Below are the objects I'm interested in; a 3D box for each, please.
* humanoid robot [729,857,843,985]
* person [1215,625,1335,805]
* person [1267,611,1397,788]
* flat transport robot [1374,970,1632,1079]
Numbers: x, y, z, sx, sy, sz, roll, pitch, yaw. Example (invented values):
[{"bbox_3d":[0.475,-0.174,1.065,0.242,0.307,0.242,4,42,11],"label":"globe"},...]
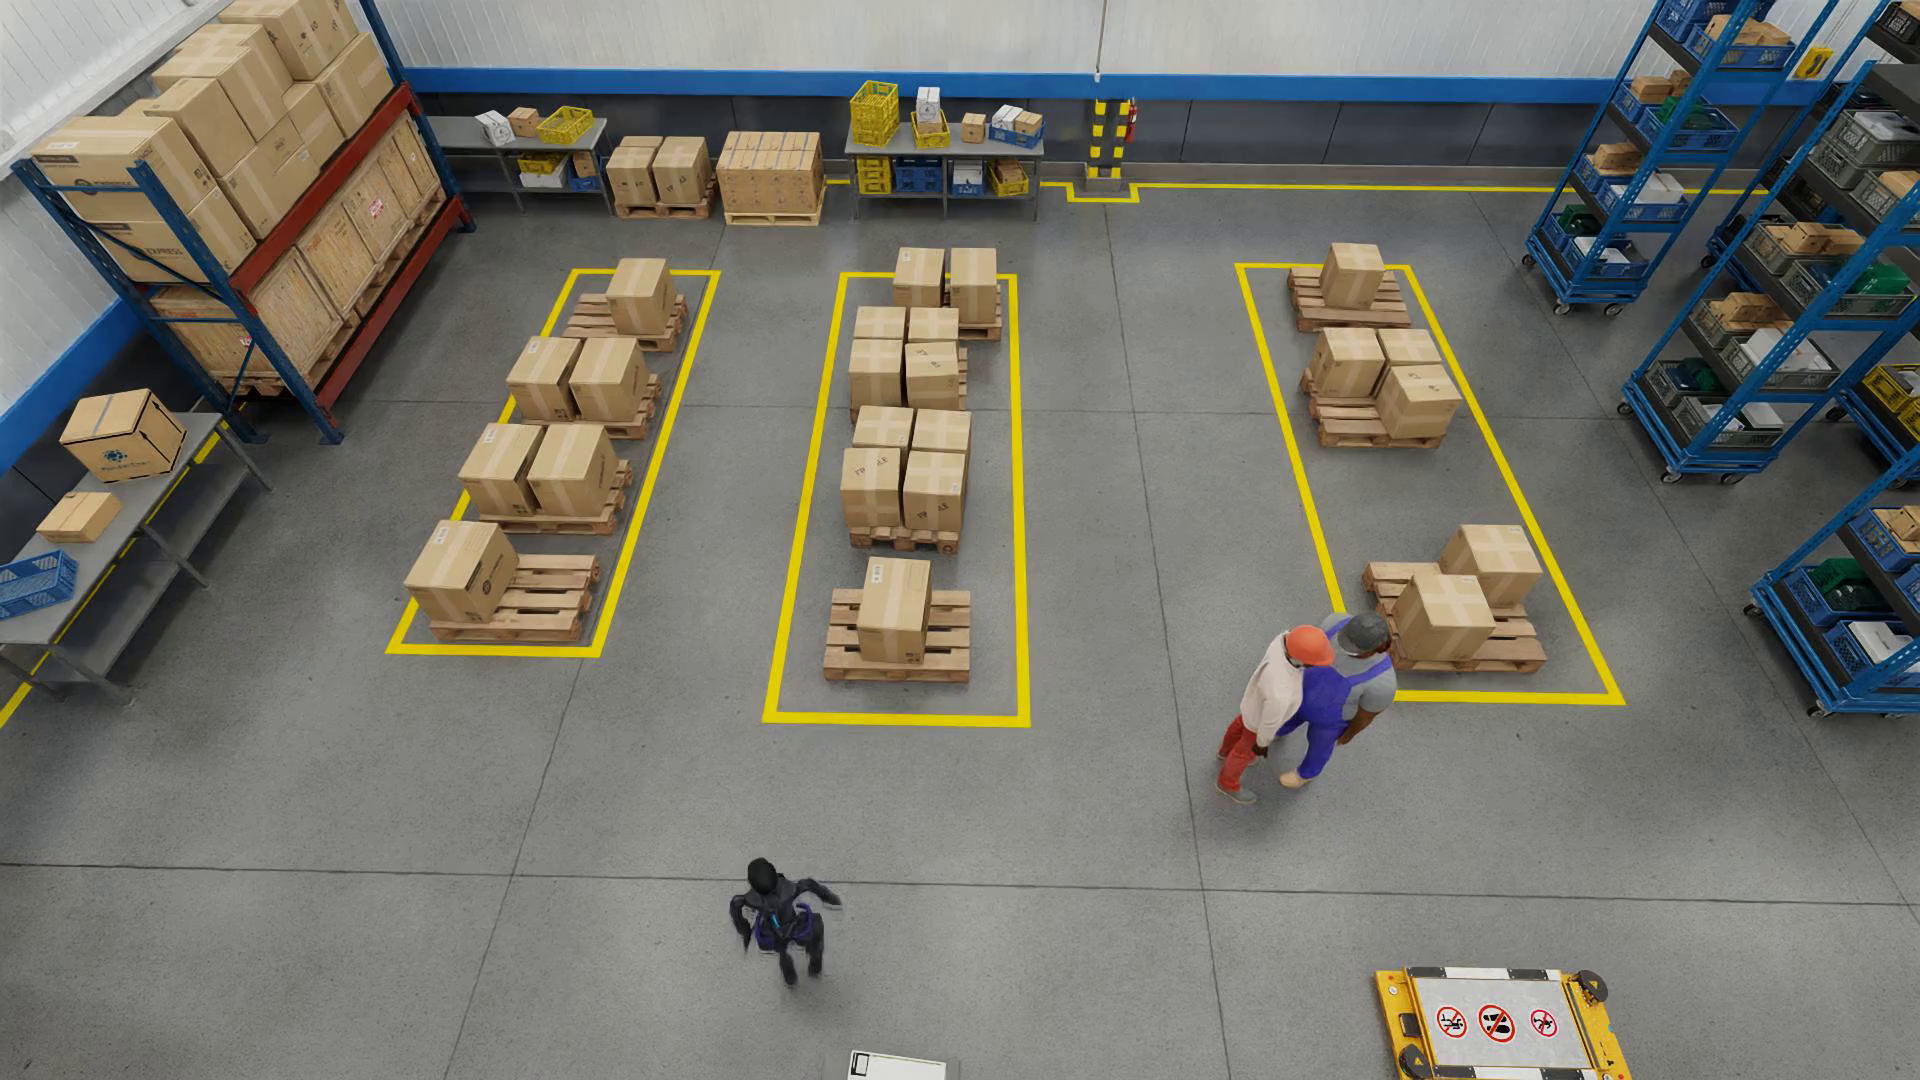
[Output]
[{"bbox_3d":[-1.046,2.323,5.680,0.631,1.643,0.413,-7,51,-5],"label":"humanoid robot"},{"bbox_3d":[2.153,1.193,6.401,0.393,1.993,0.610,14,52,11],"label":"person"},{"bbox_3d":[2.551,1.105,6.443,0.536,2.000,0.682,-14,52,-11],"label":"person"},{"bbox_3d":[3.501,3.133,5.914,1.431,0.197,0.652,1,51,1],"label":"flat transport robot"}]
